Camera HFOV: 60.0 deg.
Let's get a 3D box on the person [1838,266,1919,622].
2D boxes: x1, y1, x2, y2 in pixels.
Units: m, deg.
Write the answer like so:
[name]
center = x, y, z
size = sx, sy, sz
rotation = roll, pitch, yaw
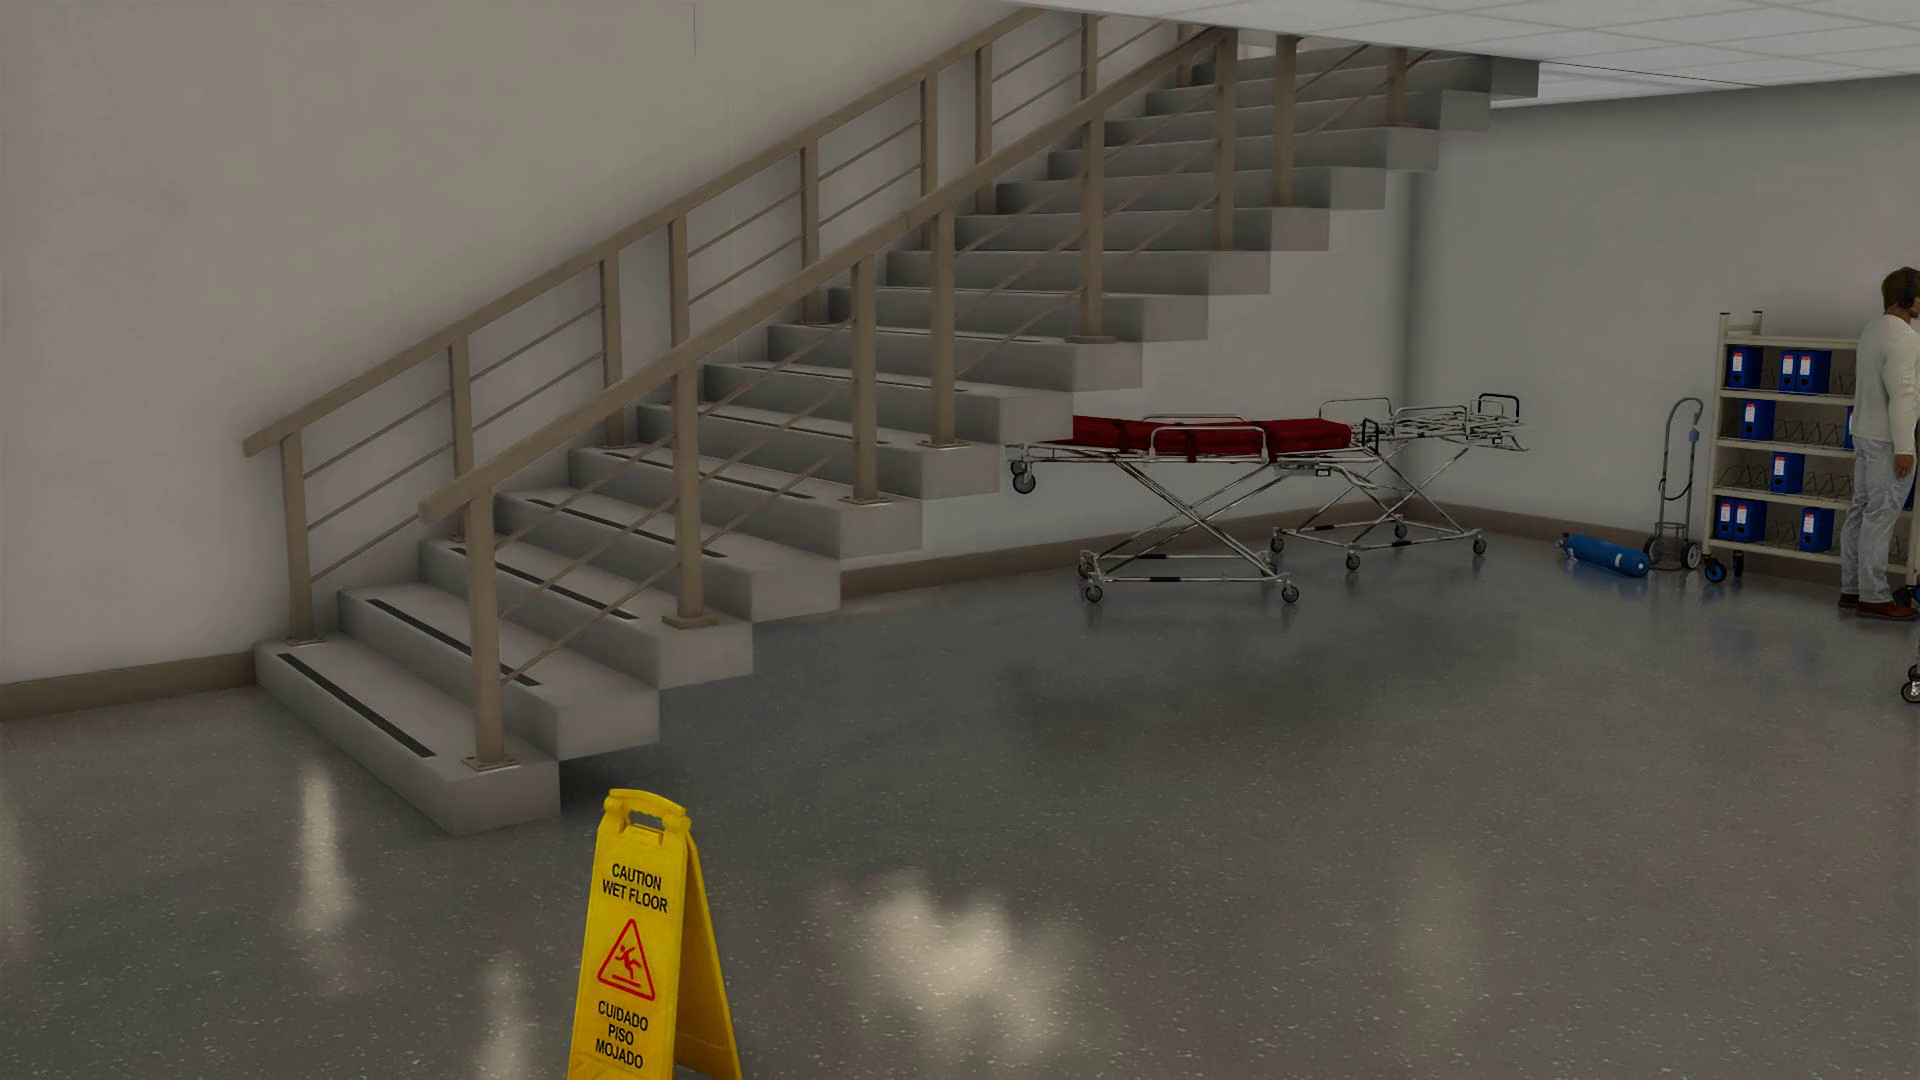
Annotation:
[person]
center = 5.133, -0.532, 9.203
size = 0.373, 1.940, 0.628
rotation = 2, 10, 11
